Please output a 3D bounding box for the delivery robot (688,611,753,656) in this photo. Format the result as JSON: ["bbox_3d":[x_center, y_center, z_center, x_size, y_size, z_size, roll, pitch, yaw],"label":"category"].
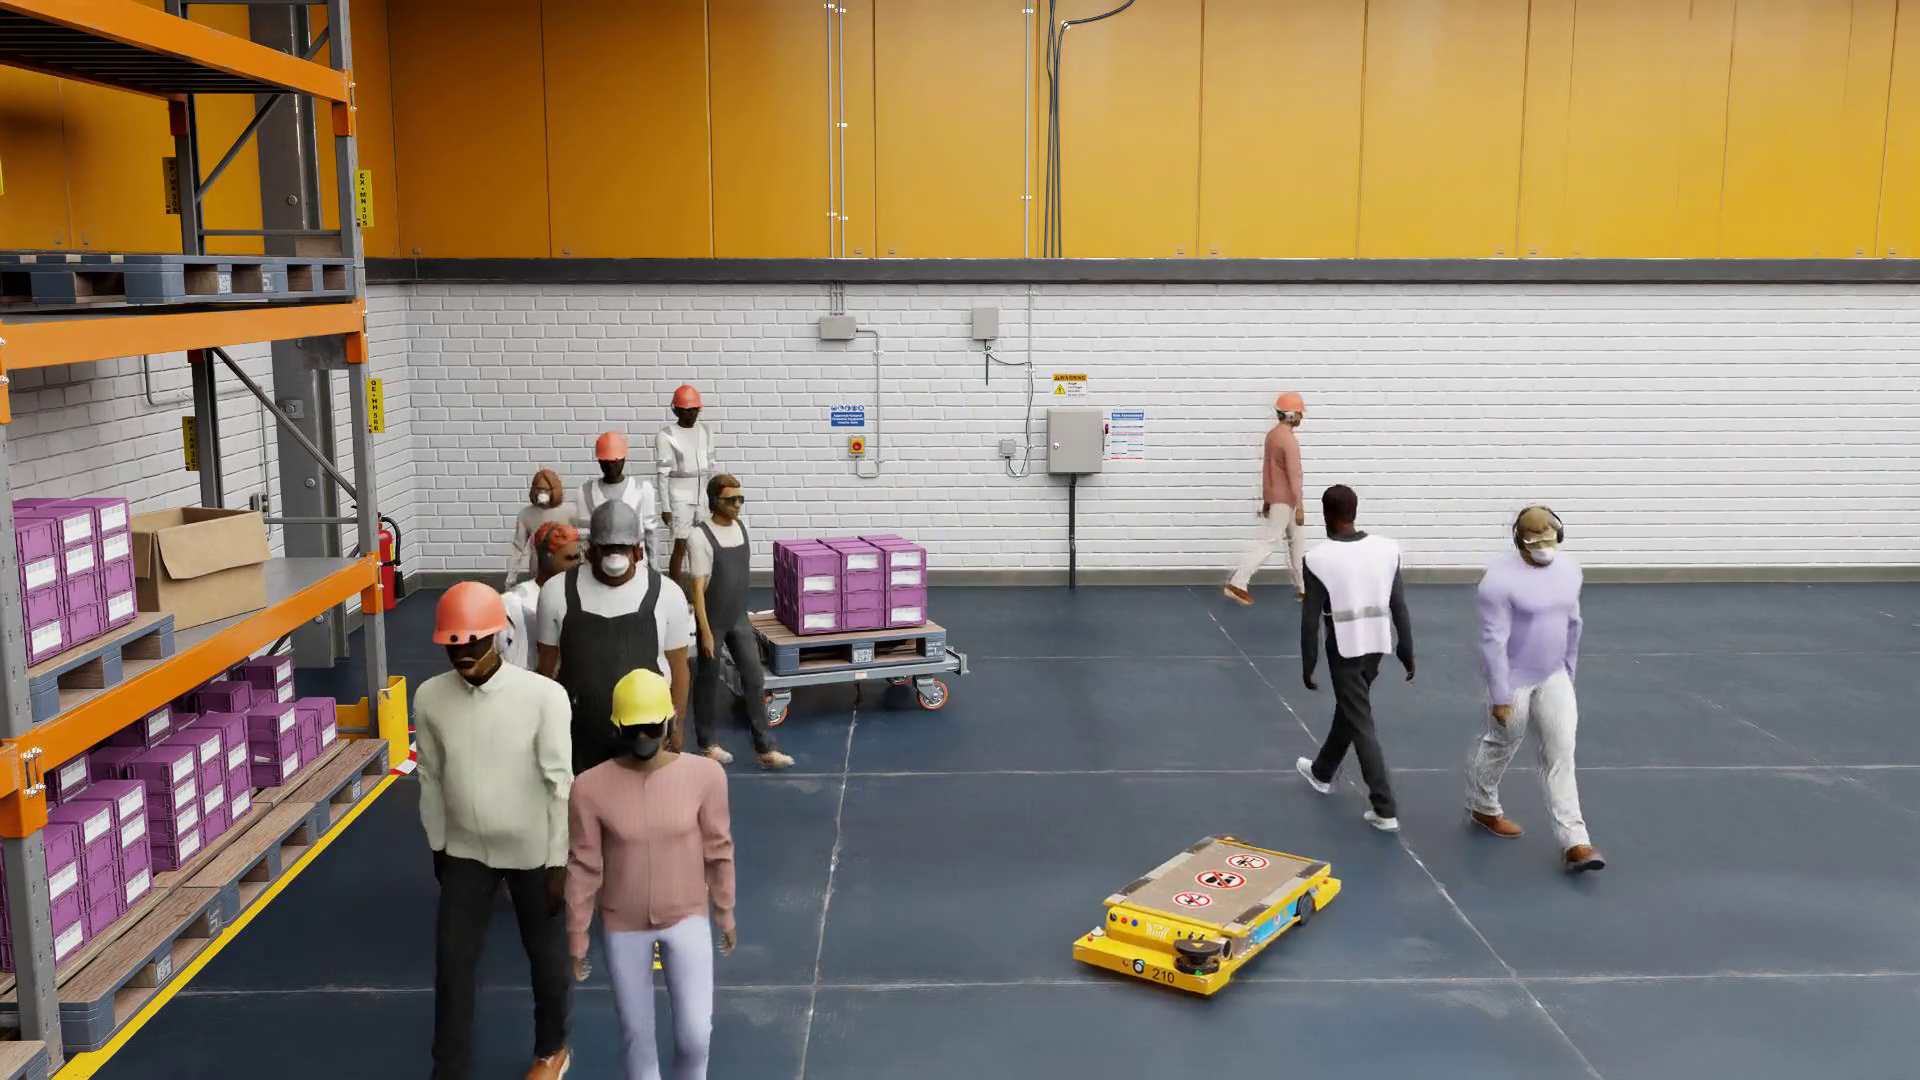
[{"bbox_3d":[-1.867,0.687,12.471,0.707,0.478,0.477,-4,10,-25],"label":"delivery robot"}]

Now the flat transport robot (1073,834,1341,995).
[{"bbox_3d":[1.162,1.669,7.603,0.652,0.197,1.431,6,11,34],"label":"flat transport robot"}]

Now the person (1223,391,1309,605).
[{"bbox_3d":[2.871,-0.370,14.990,1.017,1.952,0.636,-1,9,-5],"label":"person"}]

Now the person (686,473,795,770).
[{"bbox_3d":[-1.348,0.513,9.982,0.874,1.807,0.524,8,12,40],"label":"person"}]

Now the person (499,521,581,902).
[{"bbox_3d":[-1.984,0.831,7.868,0.445,1.861,0.591,4,10,24],"label":"person"}]

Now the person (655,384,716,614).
[{"bbox_3d":[-2.378,-0.361,14.682,0.405,2.027,0.624,8,12,41],"label":"person"}]

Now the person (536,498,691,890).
[{"bbox_3d":[-1.575,0.783,7.621,0.696,2.000,0.689,-1,9,-8],"label":"person"}]

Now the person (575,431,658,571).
[{"bbox_3d":[-2.383,0.195,11.582,0.573,1.924,0.416,-1,9,-6],"label":"person"}]

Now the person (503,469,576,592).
[{"bbox_3d":[-2.977,0.293,11.966,0.524,1.596,0.730,3,10,19],"label":"person"}]

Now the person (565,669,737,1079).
[{"bbox_3d":[-1.011,1.278,5.455,0.556,1.749,0.501,-2,9,-10],"label":"person"}]

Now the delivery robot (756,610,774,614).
[{"bbox_3d":[-1.216,0.630,12.817,0.707,0.478,0.477,-8,12,-42],"label":"delivery robot"}]

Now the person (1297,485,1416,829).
[{"bbox_3d":[2.190,0.618,9.263,0.673,1.837,1.044,-4,10,-23],"label":"person"}]

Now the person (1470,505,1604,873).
[{"bbox_3d":[2.928,0.730,8.491,0.690,1.862,1.036,-3,10,-19],"label":"person"}]

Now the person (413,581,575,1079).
[{"bbox_3d":[-1.649,1.118,5.833,0.638,1.954,0.914,1,9,5],"label":"person"}]
